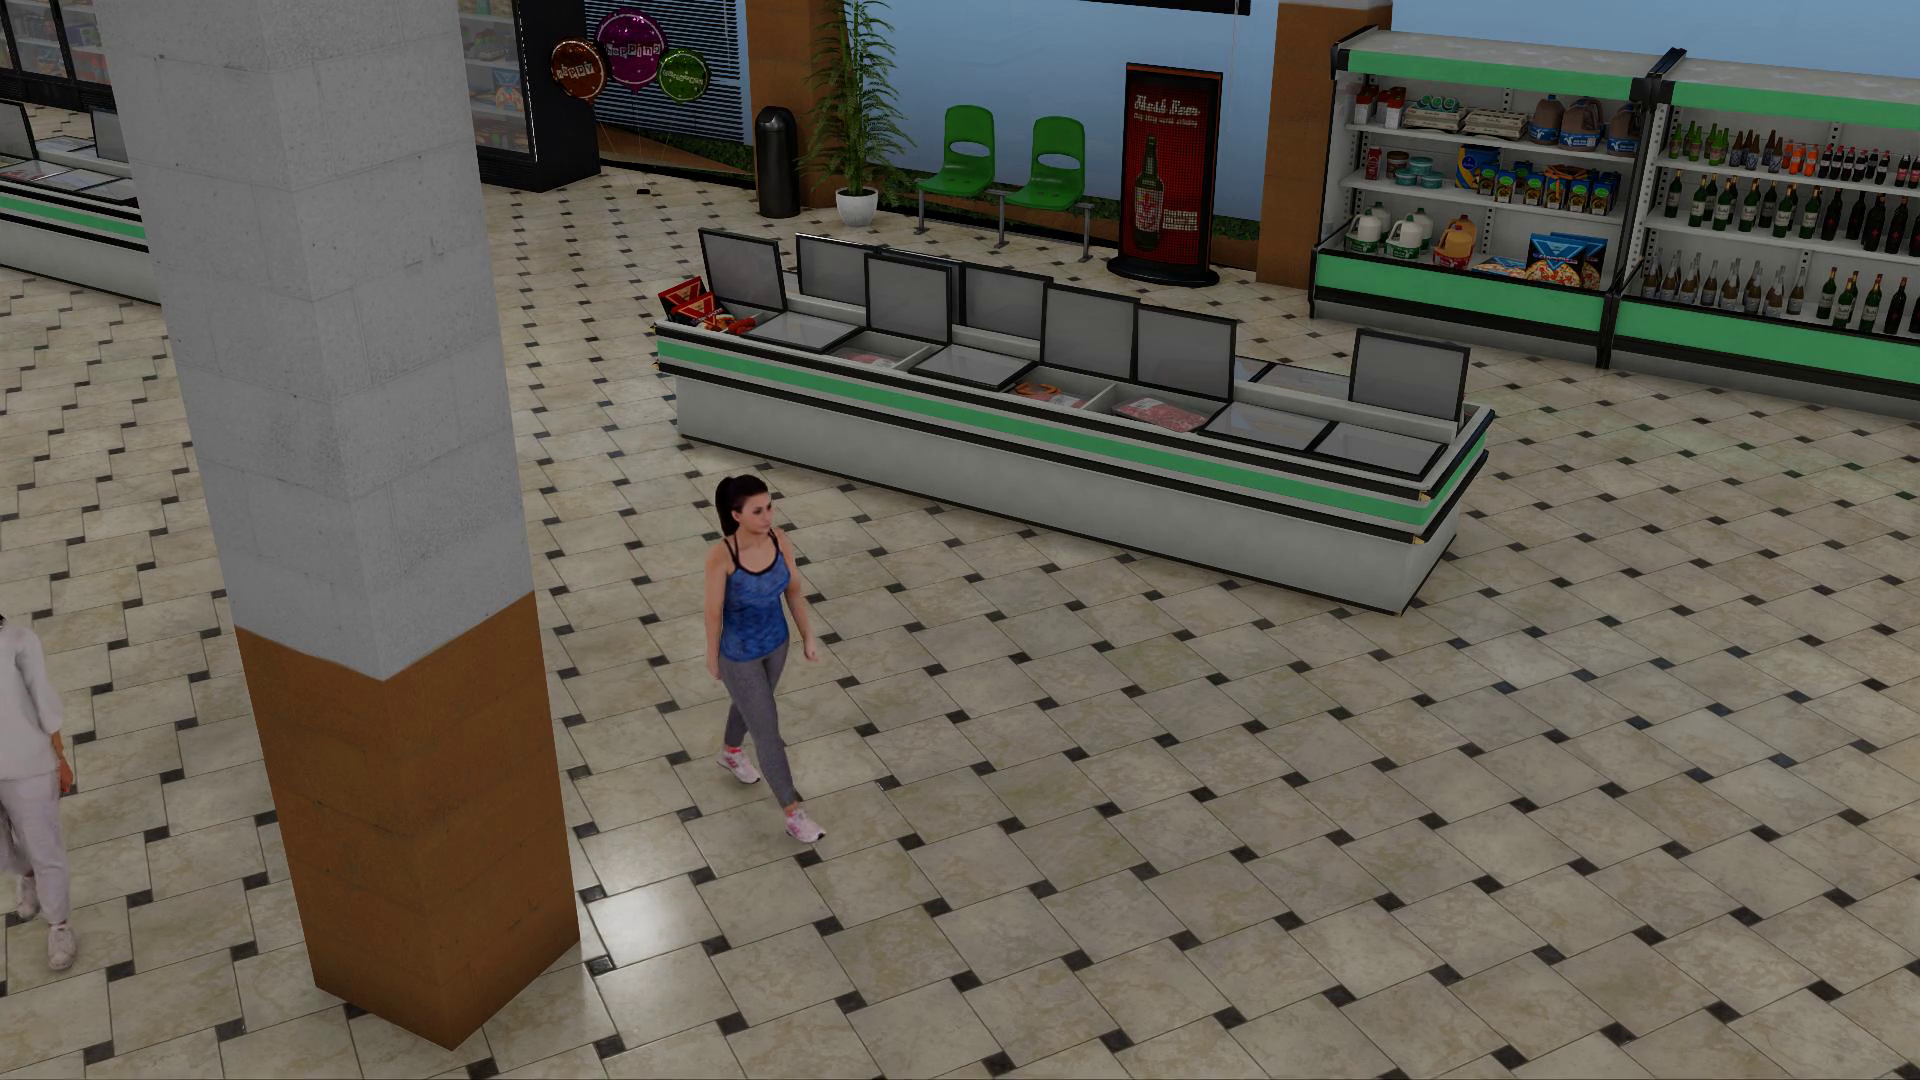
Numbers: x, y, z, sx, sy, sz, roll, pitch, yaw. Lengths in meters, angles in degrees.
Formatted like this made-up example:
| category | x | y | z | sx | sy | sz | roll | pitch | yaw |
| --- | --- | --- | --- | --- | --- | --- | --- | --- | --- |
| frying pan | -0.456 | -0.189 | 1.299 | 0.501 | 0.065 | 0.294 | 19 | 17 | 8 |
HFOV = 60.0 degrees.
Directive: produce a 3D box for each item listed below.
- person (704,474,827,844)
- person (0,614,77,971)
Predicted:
| category | x | y | z | sx | sy | sz | roll | pitch | yaw |
| --- | --- | --- | --- | --- | --- | --- | --- | --- | --- |
| person | -0.896 | 0.442 | 6.952 | 1.107 | 1.572 | 0.747 | 24 | 35 | 38 |
| person | -3.539 | 0.792 | 6.142 | 0.814 | 1.680 | 0.884 | -10 | 29 | -19 |
